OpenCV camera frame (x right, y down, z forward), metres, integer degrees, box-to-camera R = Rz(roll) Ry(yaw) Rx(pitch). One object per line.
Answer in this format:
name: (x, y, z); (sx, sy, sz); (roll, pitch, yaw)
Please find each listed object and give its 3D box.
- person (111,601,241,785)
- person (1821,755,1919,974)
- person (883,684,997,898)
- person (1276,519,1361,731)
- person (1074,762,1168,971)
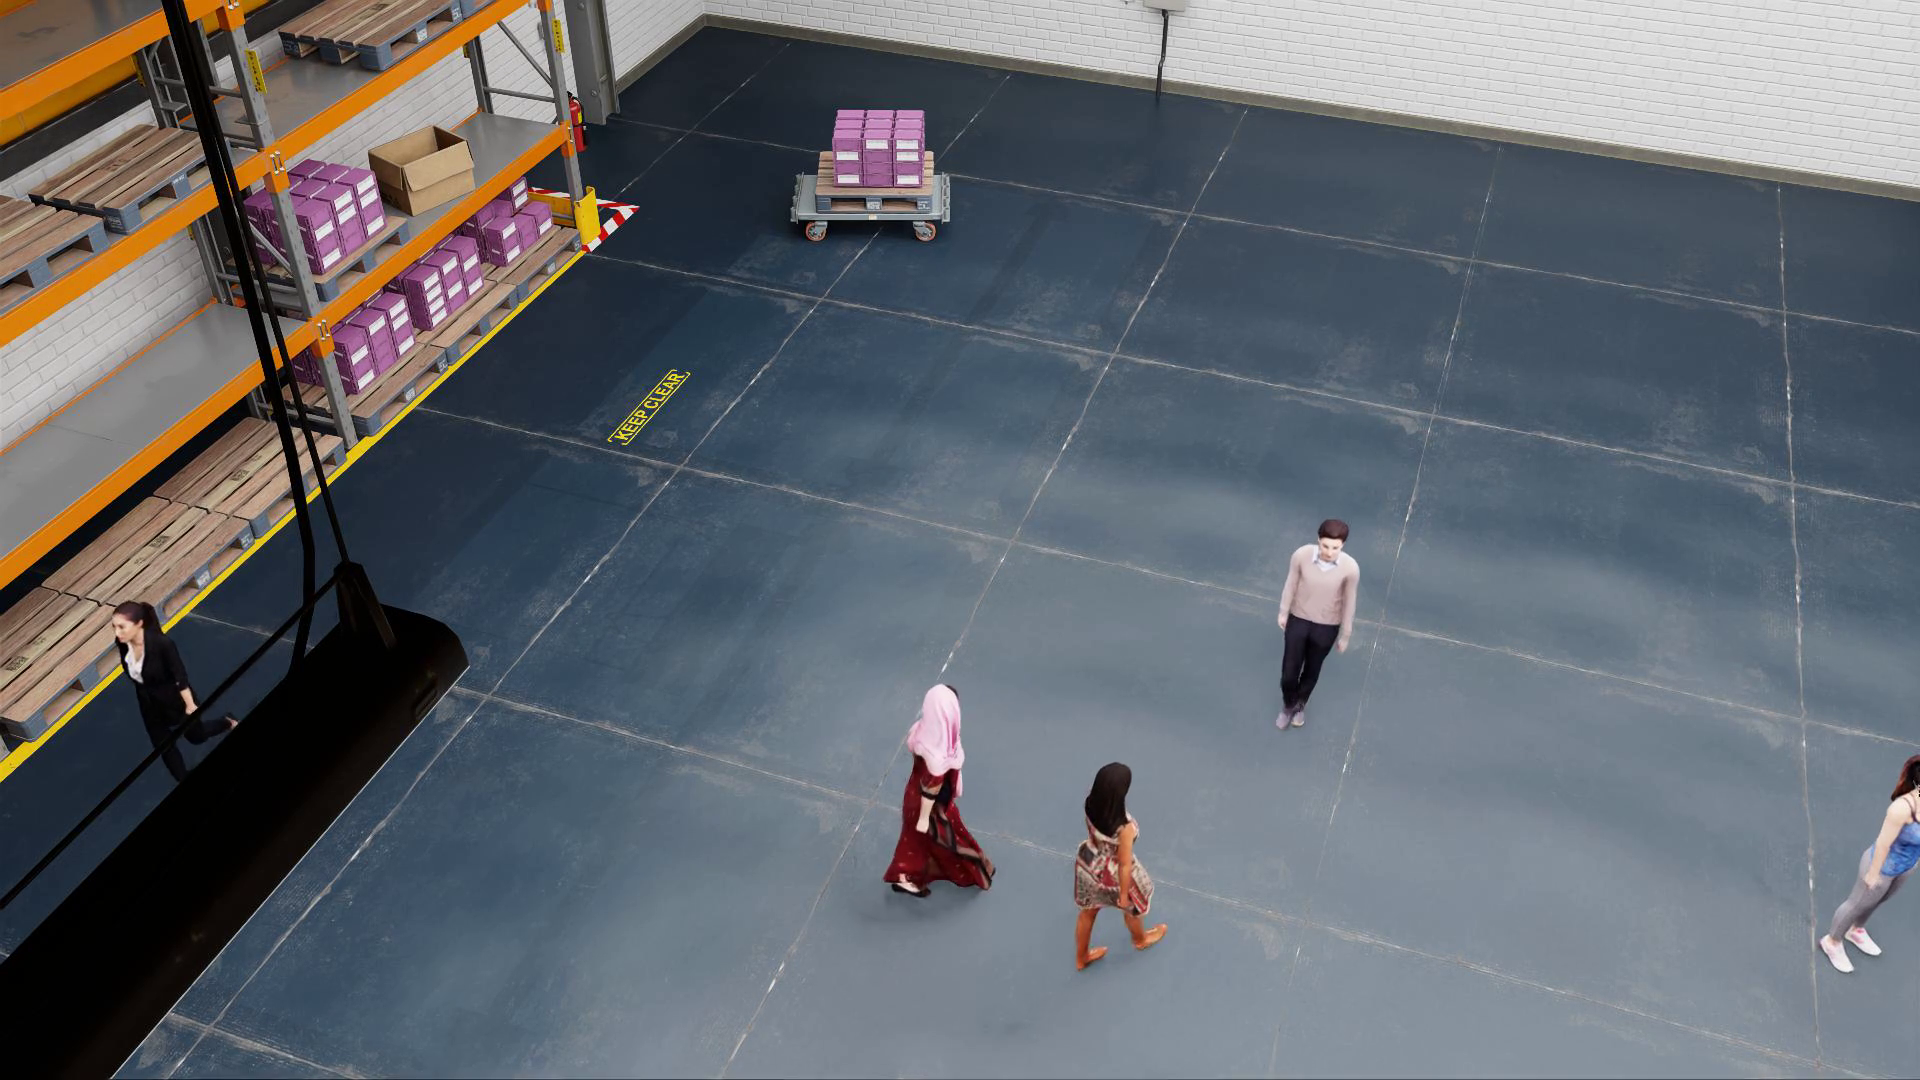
person: (-5.129, 1.008, 10.891); (0.668, 1.638, 0.975); (9, 40, 11)
person: (5.481, 1.897, 9.801); (0.652, 1.610, 0.720); (-19, 42, -22)
person: (-0.233, 1.599, 10.168); (0.987, 1.618, 1.020); (2, 39, 3)
person: (2.437, 0.517, 11.379); (0.658, 1.797, 0.605); (12, 40, 14)
person: (0.795, 1.958, 9.709); (0.994, 1.629, 0.900); (-24, 45, -27)
